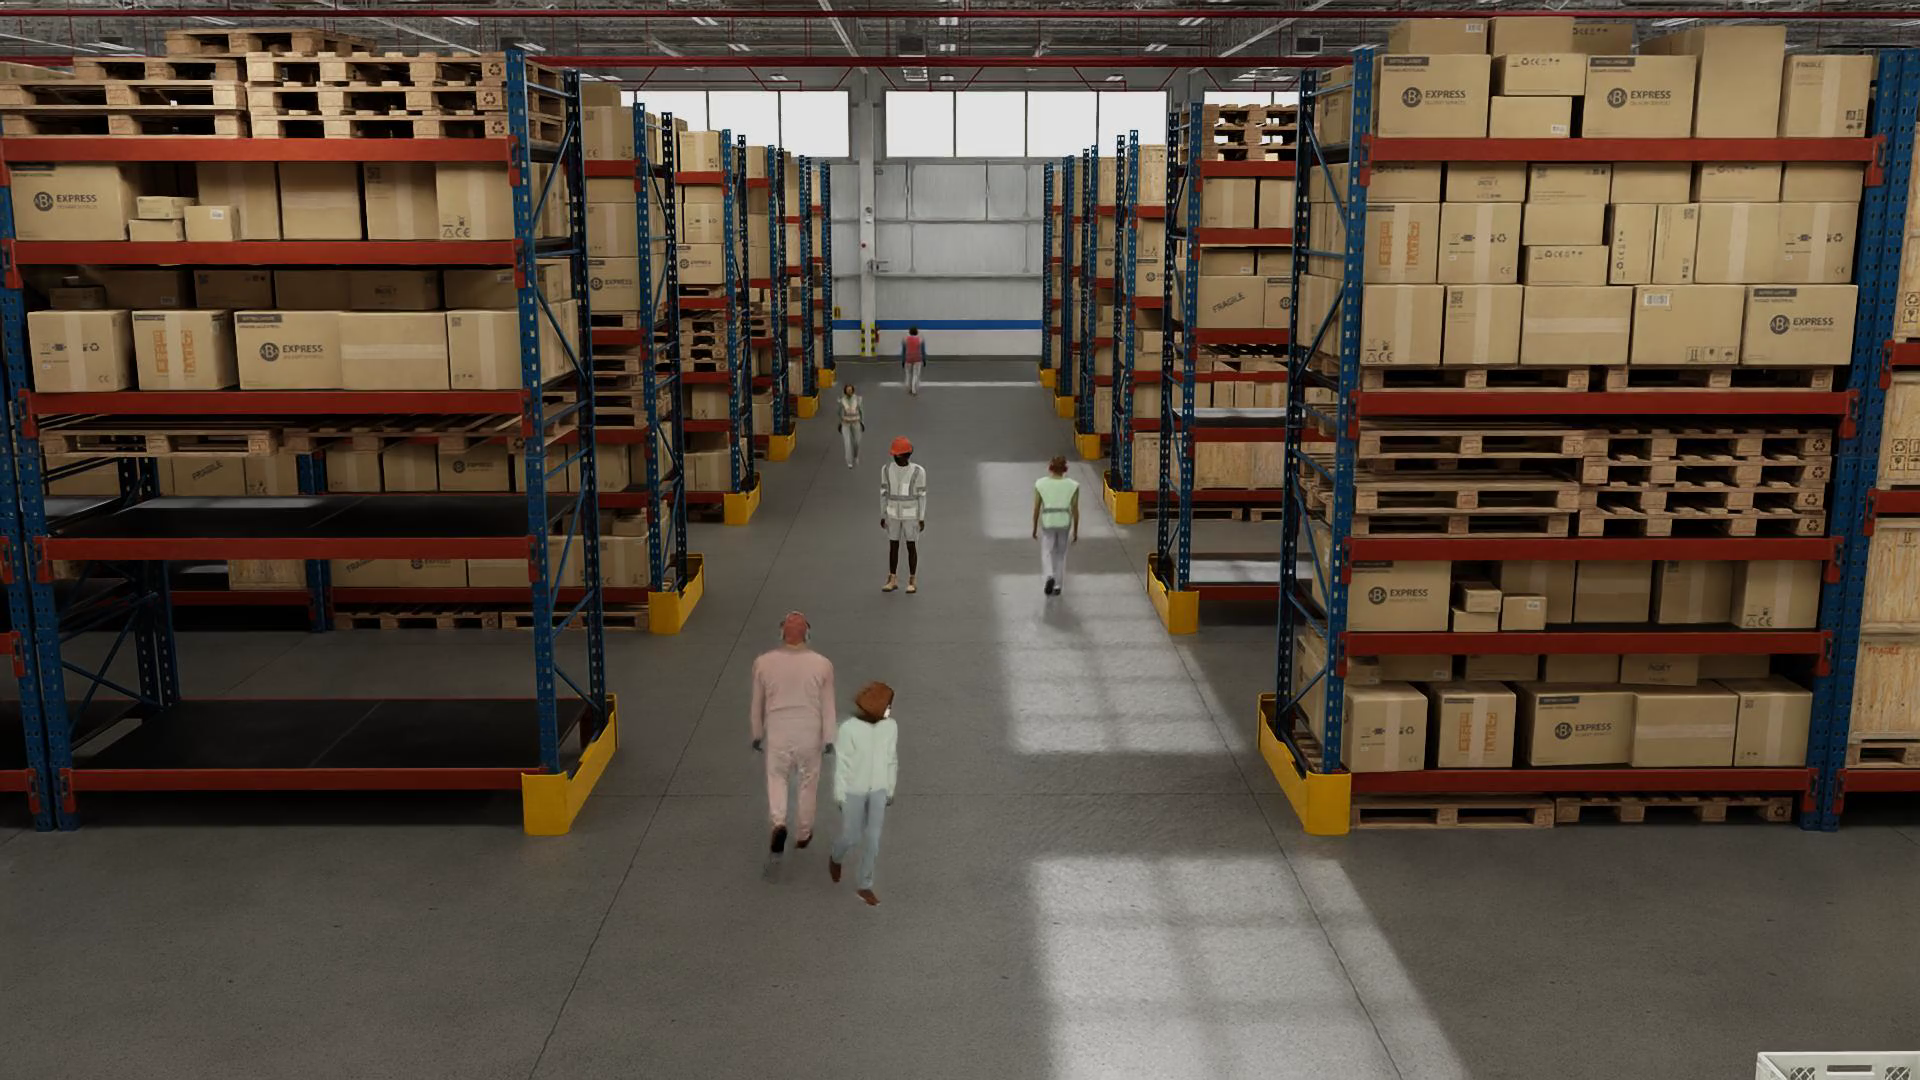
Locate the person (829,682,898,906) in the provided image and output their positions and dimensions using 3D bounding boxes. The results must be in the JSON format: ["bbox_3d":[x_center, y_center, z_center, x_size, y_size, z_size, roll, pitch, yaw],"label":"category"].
[{"bbox_3d":[-0.695,1.790,11.961,0.536,1.611,0.469,-7,13,-30],"label":"person"}]

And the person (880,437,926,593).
[{"bbox_3d":[-0.743,-0.320,21.388,0.605,2.037,0.394,3,12,16],"label":"person"}]

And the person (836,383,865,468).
[{"bbox_3d":[-2.079,-2.172,31.571,0.547,1.624,0.369,-2,12,-9],"label":"person"}]

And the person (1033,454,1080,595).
[{"bbox_3d":[1.226,-0.170,21.154,0.598,1.827,0.580,0,11,0],"label":"person"}]

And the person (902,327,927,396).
[{"bbox_3d":[-1.191,-4.706,43.711,0.646,1.795,0.937,1,11,4],"label":"person"}]

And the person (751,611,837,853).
[{"bbox_3d":[-1.269,1.493,12.756,0.661,1.891,0.584,0,11,-1],"label":"person"}]
